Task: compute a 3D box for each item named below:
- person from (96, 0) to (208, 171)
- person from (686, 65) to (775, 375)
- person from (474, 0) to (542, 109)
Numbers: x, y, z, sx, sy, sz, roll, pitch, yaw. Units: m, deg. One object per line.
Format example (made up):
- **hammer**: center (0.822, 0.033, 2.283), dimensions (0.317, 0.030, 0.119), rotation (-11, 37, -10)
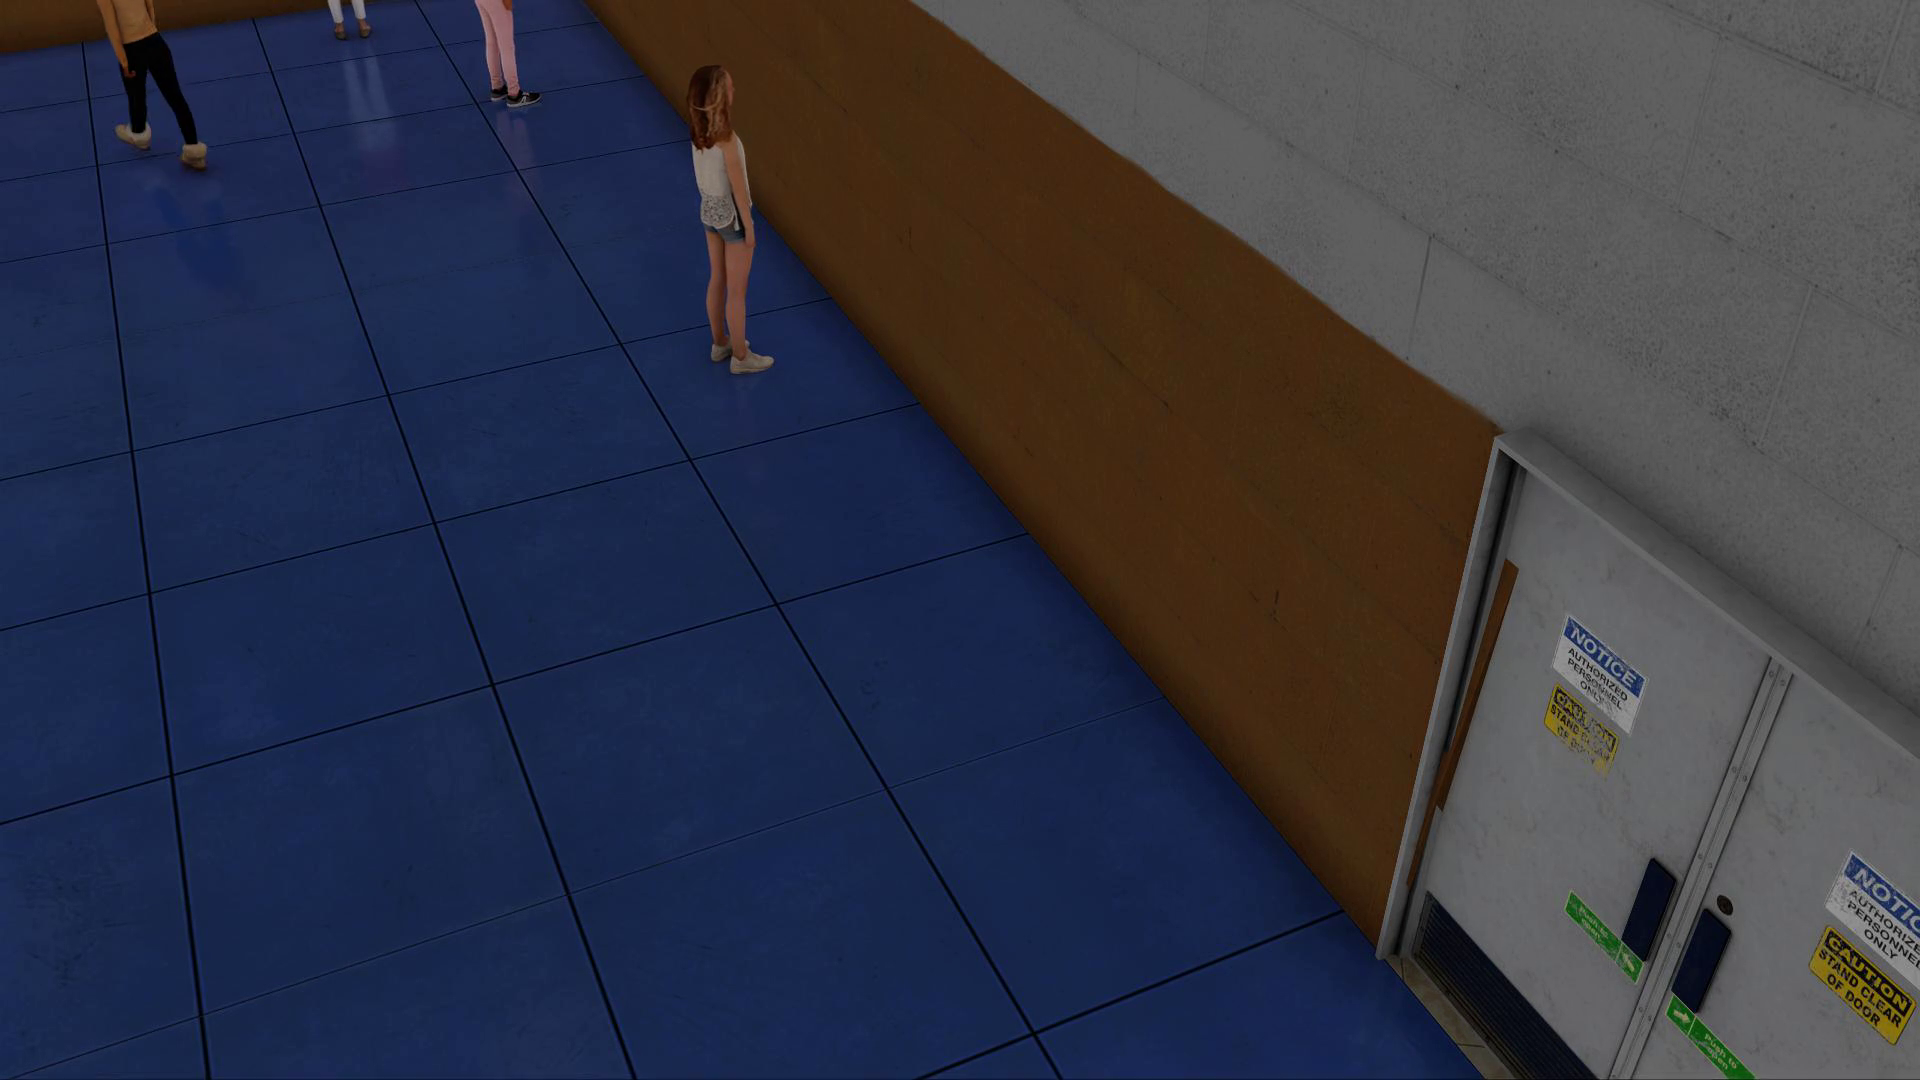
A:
- **person**: center (-5.458, -3.271, 11.231), dimensions (0.999, 1.617, 1.099), rotation (25, 43, 29)
- **person**: center (-1.289, -1.731, 9.062), dimensions (0.587, 1.759, 0.627), rotation (-25, 44, -30)
- **person**: center (-3.432, -3.986, 12.229), dimensions (0.599, 1.564, 0.594), rotation (-29, 46, -33)
